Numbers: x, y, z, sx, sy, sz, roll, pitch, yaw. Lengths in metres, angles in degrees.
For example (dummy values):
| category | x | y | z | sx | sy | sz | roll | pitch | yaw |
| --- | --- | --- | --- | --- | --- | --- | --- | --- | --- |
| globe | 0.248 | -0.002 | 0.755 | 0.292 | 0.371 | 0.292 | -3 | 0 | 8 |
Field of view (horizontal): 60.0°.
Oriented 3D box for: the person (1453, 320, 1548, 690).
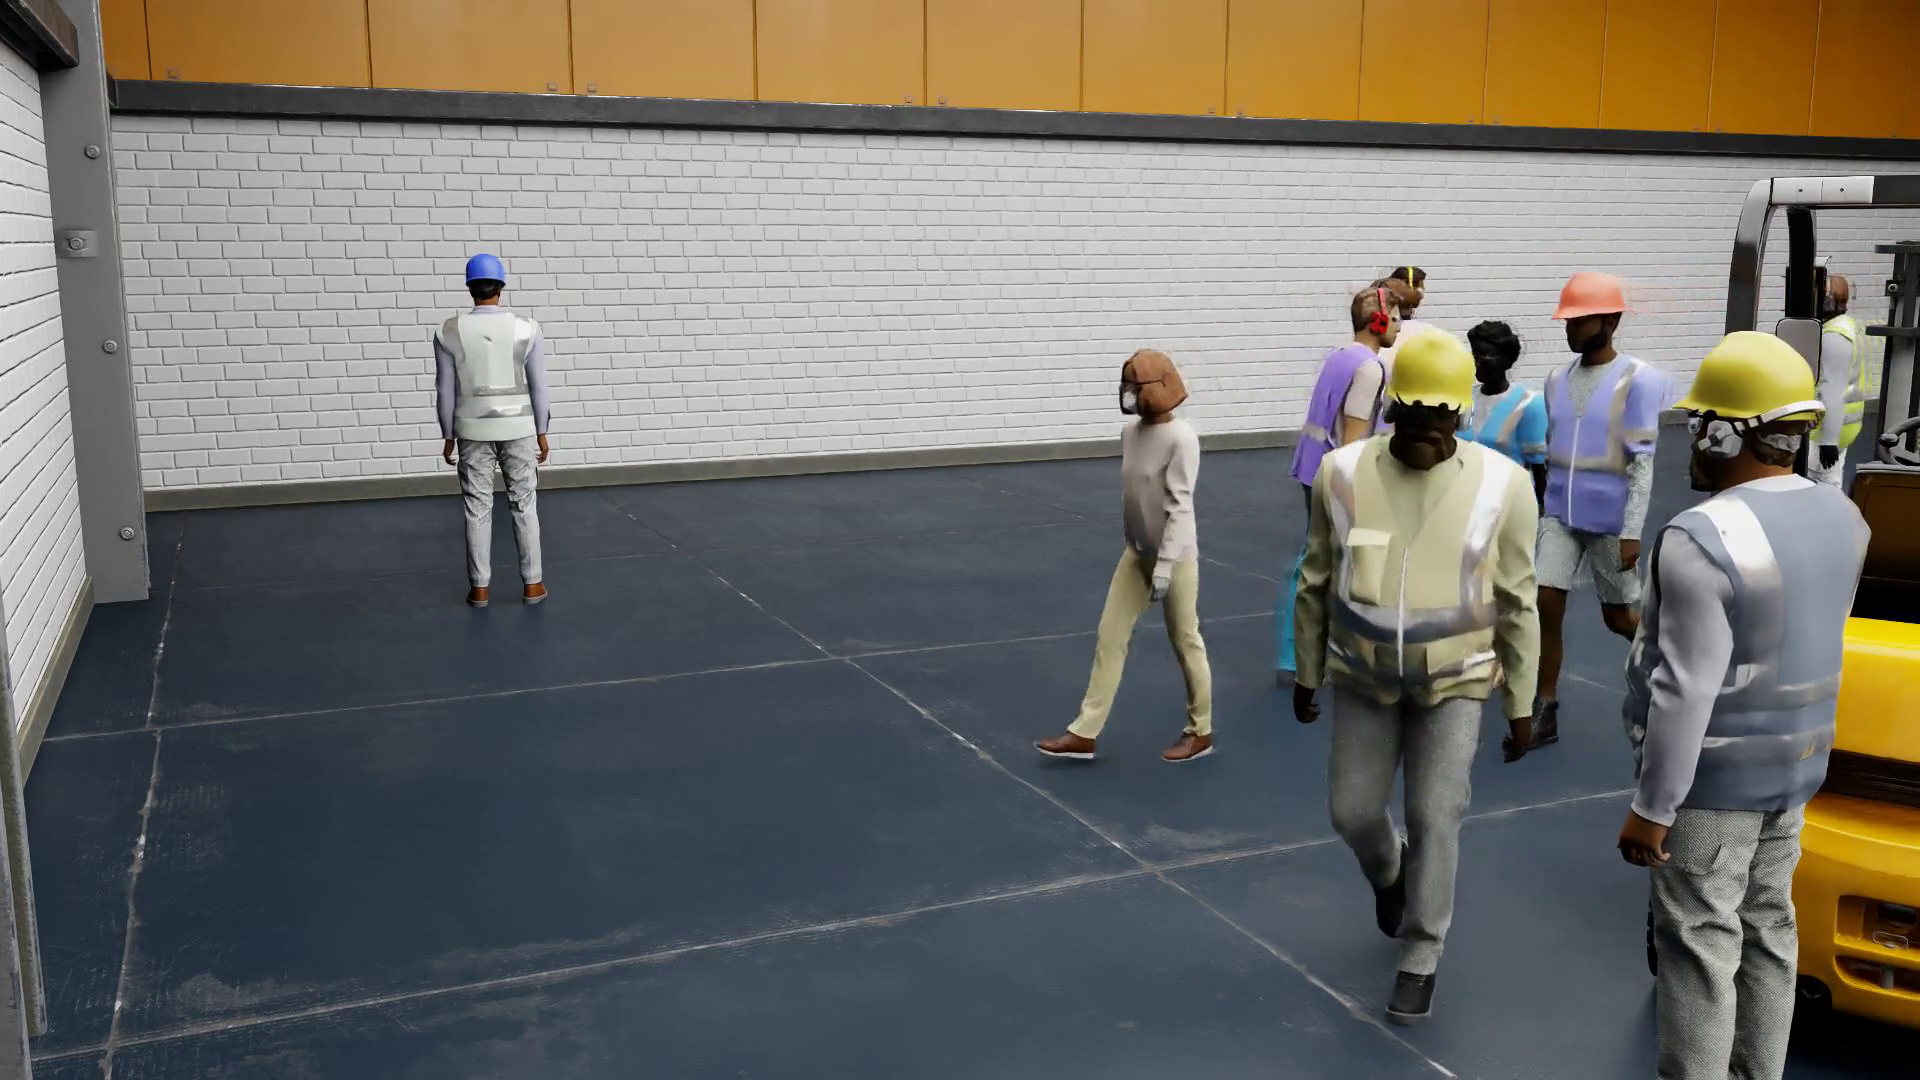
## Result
| category | x | y | z | sx | sy | sz | roll | pitch | yaw |
| --- | --- | --- | --- | --- | --- | --- | --- | --- | --- |
| person | 2.232 | -0.117 | 7.258 | 0.812 | 1.658 | 0.555 | -6 | 12 | -31 |

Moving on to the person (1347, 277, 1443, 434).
| category | x | y | z | sx | sy | sz | roll | pitch | yaw |
| --- | --- | --- | --- | --- | --- | --- | --- | --- | --- |
| person | 2.269 | -0.447 | 8.676 | 0.650 | 1.820 | 0.477 | -1 | 10 | -4 |

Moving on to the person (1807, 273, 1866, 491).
| category | x | y | z | sx | sy | sz | roll | pitch | yaw |
| --- | --- | --- | --- | --- | --- | --- | --- | --- | --- |
| person | 4.830 | -0.607 | 9.540 | 0.618 | 1.823 | 0.661 | 6 | 12 | 29 |

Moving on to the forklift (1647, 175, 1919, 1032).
| category | x | y | z | sx | sy | sz | roll | pitch | yaw |
| --- | --- | --- | --- | --- | --- | --- | --- | --- | --- |
| forklift | 2.810 | 0.094 | 4.662 | 1.214 | 2.155 | 2.313 | 7 | 12 | 34 |

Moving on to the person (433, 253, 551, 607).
| category | x | y | z | sx | sy | sz | roll | pitch | yaw |
| --- | --- | --- | --- | --- | --- | --- | --- | --- | --- |
| person | -2.557 | -0.597 | 9.149 | 0.601 | 1.948 | 0.386 | -3 | 11 | -14 |

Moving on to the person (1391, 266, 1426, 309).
| category | x | y | z | sx | sy | sz | roll | pitch | yaw |
| --- | --- | --- | --- | --- | --- | --- | --- | --- | --- |
| person | 2.959 | -0.897 | 11.115 | 0.598 | 1.854 | 0.557 | 0 | 10 | -1 |

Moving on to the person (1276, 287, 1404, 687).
| category | x | y | z | sx | sy | sz | roll | pitch | yaw |
| --- | --- | --- | --- | --- | --- | --- | --- | --- | --- |
| person | 1.818 | -0.215 | 7.436 | 0.831 | 1.799 | 0.601 | -1 | 10 | -5 |

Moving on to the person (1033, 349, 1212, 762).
| category | x | y | z | sx | sy | sz | roll | pitch | yaw |
| --- | --- | --- | --- | --- | --- | --- | --- | --- | --- |
| person | 0.665 | 0.087 | 6.315 | 0.796 | 1.596 | 0.519 | -5 | 12 | -27 |

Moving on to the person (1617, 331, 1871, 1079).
| category | x | y | z | sx | sy | sz | roll | pitch | yaw |
| --- | --- | --- | --- | --- | --- | --- | --- | --- | --- |
| person | 1.613 | 0.480 | 3.528 | 0.591 | 1.833 | 0.403 | -7 | 12 | -34 |

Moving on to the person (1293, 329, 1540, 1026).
| category | x | y | z | sx | sy | sz | roll | pitch | yaw |
| --- | --- | --- | --- | --- | --- | --- | --- | --- | --- |
| person | 1.203 | 0.338 | 4.402 | 0.634 | 1.799 | 0.570 | 5 | 11 | 24 |

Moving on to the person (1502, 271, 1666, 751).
| category | x | y | z | sx | sy | sz | roll | pitch | yaw |
| --- | --- | --- | --- | --- | --- | --- | --- | --- | --- |
| person | 2.574 | -0.120 | 6.649 | 0.842 | 1.905 | 0.543 | -7 | 13 | -35 |
